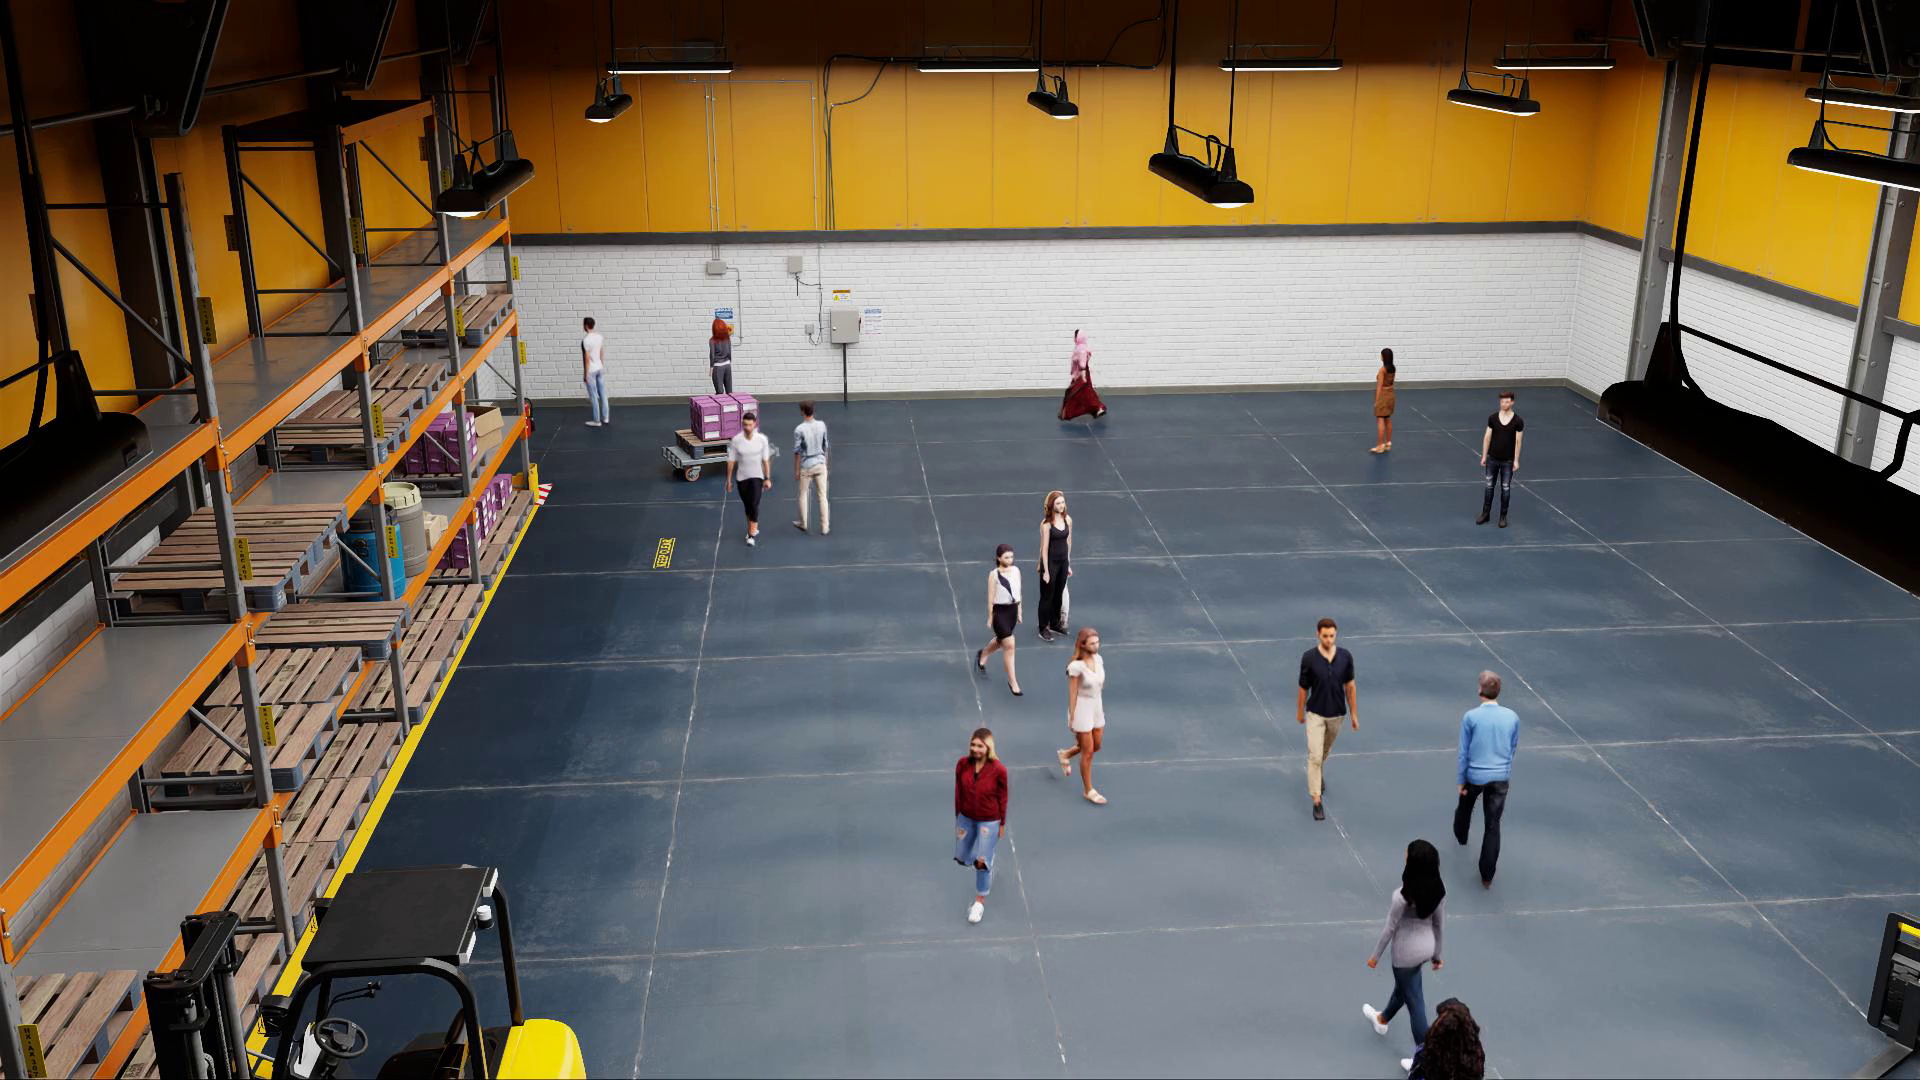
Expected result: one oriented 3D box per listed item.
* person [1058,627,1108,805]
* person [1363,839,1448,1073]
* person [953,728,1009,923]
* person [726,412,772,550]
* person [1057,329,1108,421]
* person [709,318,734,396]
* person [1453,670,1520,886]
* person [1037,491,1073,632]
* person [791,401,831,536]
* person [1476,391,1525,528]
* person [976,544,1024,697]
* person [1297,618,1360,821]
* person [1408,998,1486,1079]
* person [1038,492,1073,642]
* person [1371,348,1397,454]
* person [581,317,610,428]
[{"bbox_3d":[1.111,1.580,15.319,0.877,1.678,1.002,-15,24,-37],"label":"person"},{"bbox_3d":[3.159,2.903,11.350,0.919,1.703,1.133,-11,22,-30],"label":"person"},{"bbox_3d":[0.182,2.245,13.433,0.834,1.621,0.968,7,20,21],"label":"person"},{"bbox_3d":[-2.796,-0.826,22.263,0.845,1.805,1.233,2,19,5],"label":"person"},{"bbox_3d":[2.161,-2.798,28.441,0.881,1.599,1.085,3,19,10],"label":"person"},{"bbox_3d":[-4.088,-2.920,28.516,0.654,1.782,0.672,-14,23,-36],"label":"person"},{"bbox_3d":[4.411,2.026,13.879,0.827,1.750,1.199,3,19,8],"label":"person"},{"bbox_3d":[1.109,0.234,19.325,0.682,1.670,0.688,-11,22,-30],"label":"person"},{"bbox_3d":[-1.986,-0.973,22.663,0.813,1.828,0.939,-6,20,-18],"label":"person"},{"bbox_3d":[7.502,-1.141,23.055,0.760,1.897,0.776,10,21,27],"label":"person"},{"bbox_3d":[0.425,0.815,17.681,0.926,1.620,1.123,-14,23,-35],"label":"person"},{"bbox_3d":[3.319,1.556,15.188,0.654,1.807,1.161,-1,19,-4],"label":"person"},{"bbox_3d":[2.854,3.474,9.815,0.769,1.600,1.051,3,19,9],"label":"person"},{"bbox_3d":[1.073,0.277,19.077,0.666,1.747,0.697,-15,24,-38],"label":"person"},{"bbox_3d":[6.810,-2.245,26.665,0.682,1.684,0.632,17,25,41],"label":"person"},{"bbox_3d":[-6.215,-2.867,28.253,0.794,1.850,0.667,9,20,24],"label":"person"}]
